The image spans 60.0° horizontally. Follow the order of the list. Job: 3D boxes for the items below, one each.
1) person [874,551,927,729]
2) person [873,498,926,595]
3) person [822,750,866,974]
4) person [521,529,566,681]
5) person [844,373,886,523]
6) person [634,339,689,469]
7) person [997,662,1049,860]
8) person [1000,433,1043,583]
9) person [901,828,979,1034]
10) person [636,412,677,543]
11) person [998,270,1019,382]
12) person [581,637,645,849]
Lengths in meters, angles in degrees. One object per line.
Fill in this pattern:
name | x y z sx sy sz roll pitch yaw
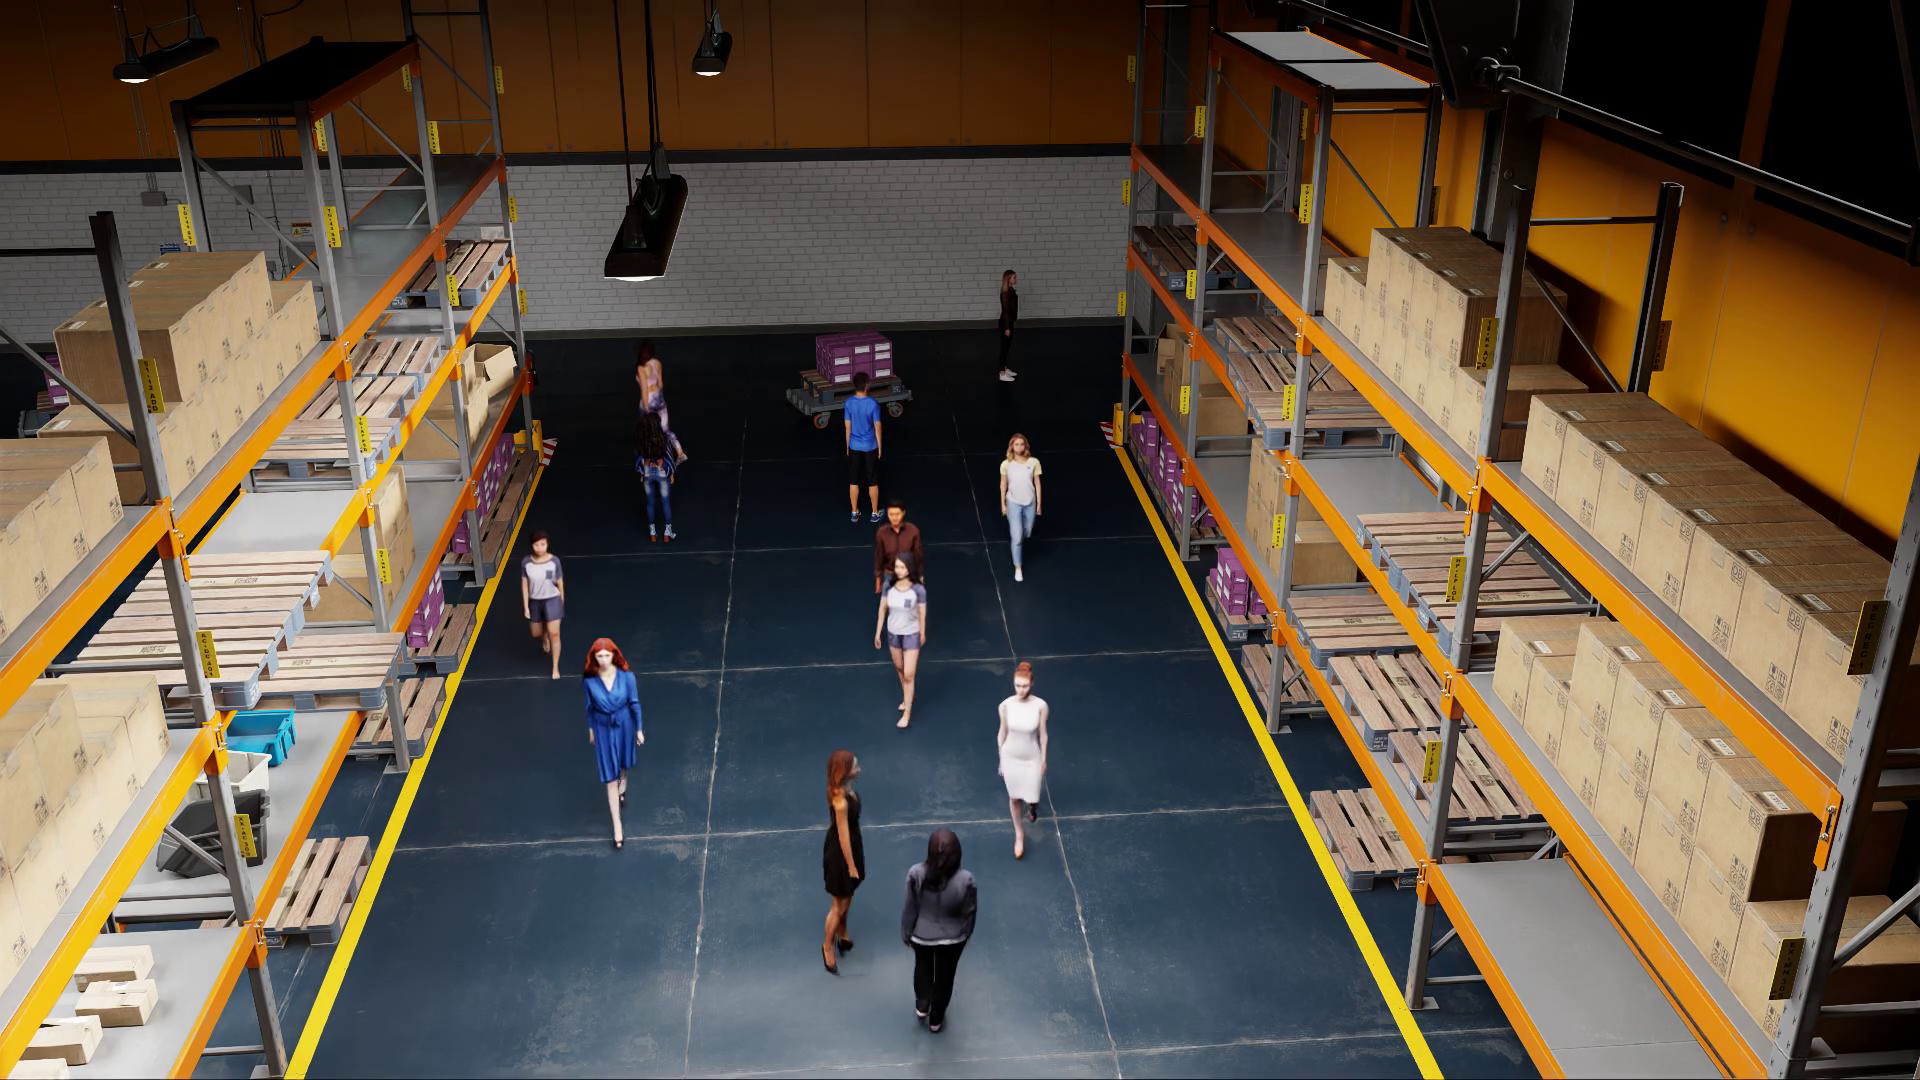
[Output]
person | -0.510 0.870 15.913 0.838 1.689 0.971 10 25 21
person | -0.611 0.354 16.995 0.693 1.766 0.655 0 24 -1
person | -0.872 2.353 12.337 0.776 1.835 0.485 -7 24 -15
person | -4.180 0.596 16.717 0.546 1.546 0.856 -3 24 -6
person | -1.183 -1.125 20.255 0.668 1.866 0.653 5 24 11
person | -3.968 -1.746 21.844 1.160 1.731 1.137 17 29 34
person | 0.528 1.781 13.707 0.667 1.786 0.818 4 24 9
person | 0.679 -0.420 18.845 0.645 1.703 0.976 -3 24 -6
person | -0.163 2.786 11.660 0.750 1.583 0.731 2 24 4
person | -3.604 -0.757 19.723 0.660 1.618 0.613 3 24 6
person | 0.716 -3.299 25.432 0.723 1.703 0.563 6 24 13
person | -2.912 1.614 14.089 0.725 1.785 1.150 -5 24 -12
